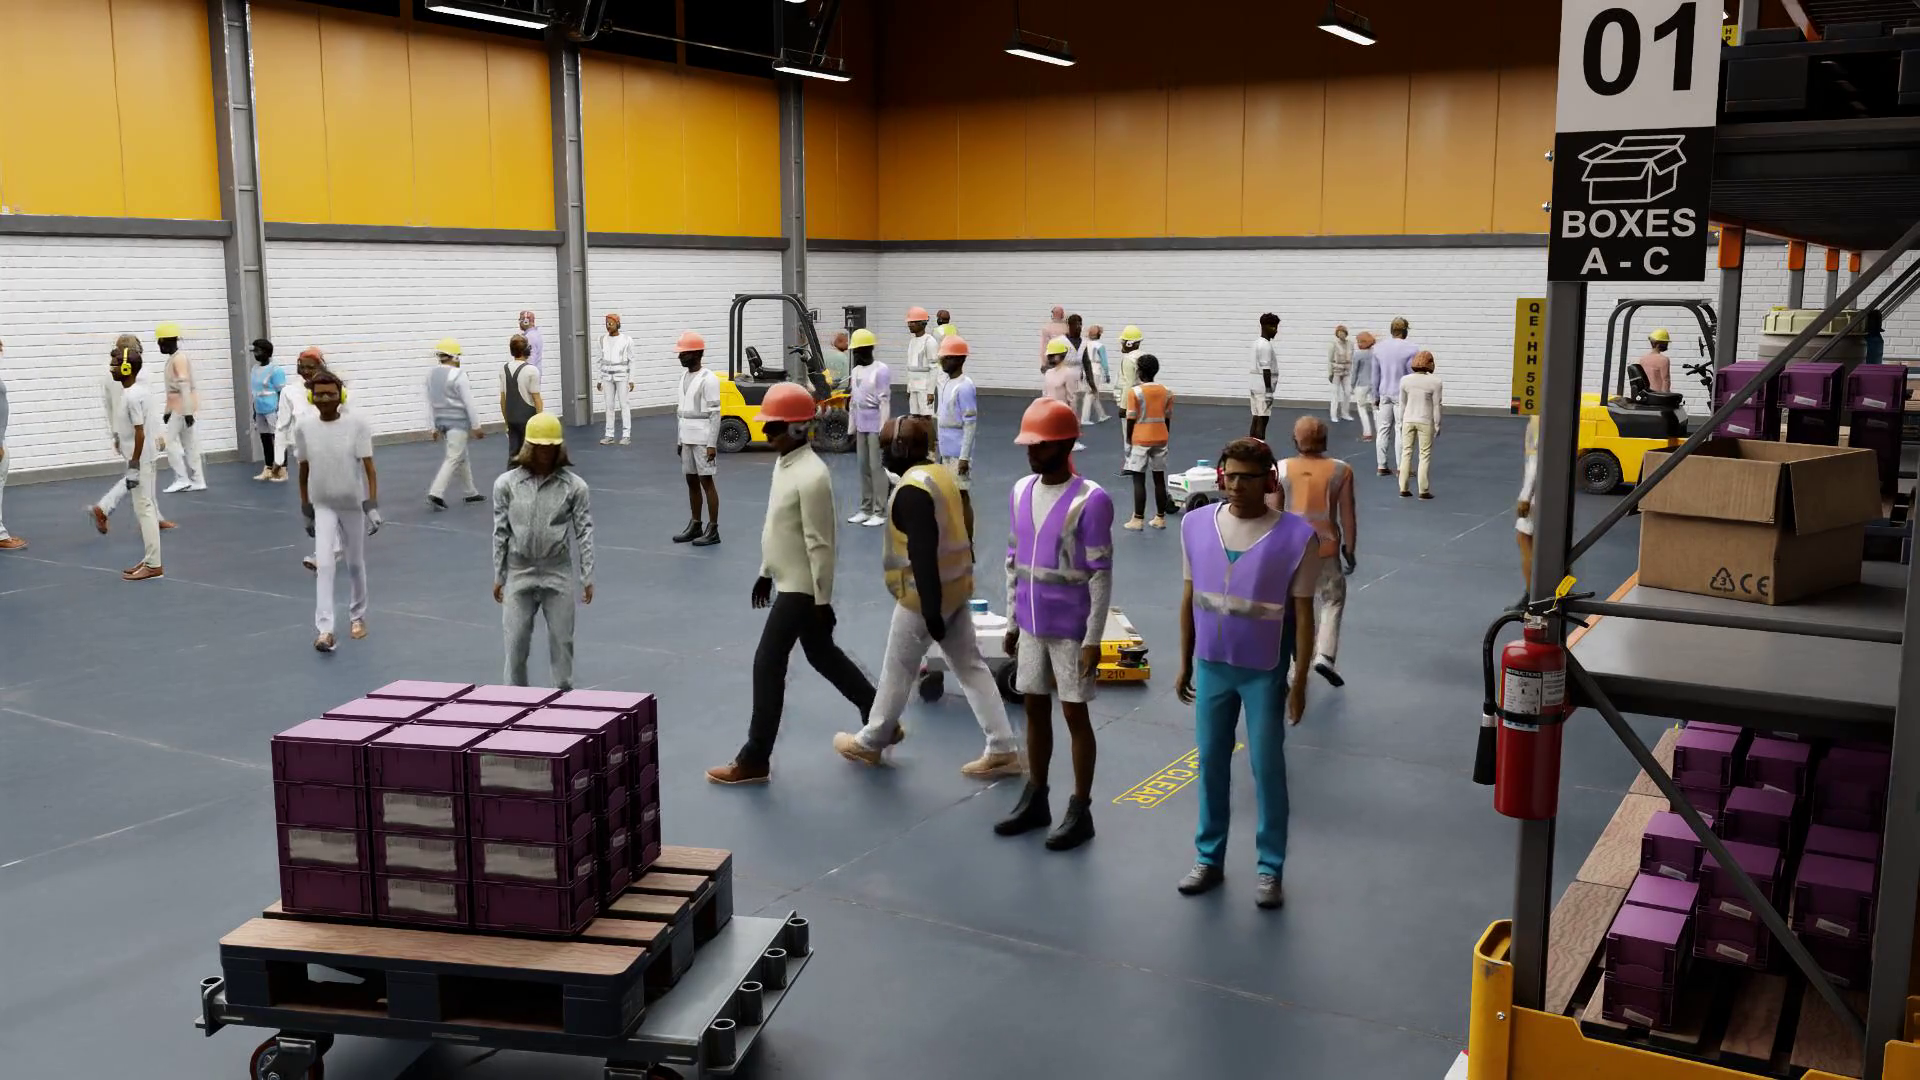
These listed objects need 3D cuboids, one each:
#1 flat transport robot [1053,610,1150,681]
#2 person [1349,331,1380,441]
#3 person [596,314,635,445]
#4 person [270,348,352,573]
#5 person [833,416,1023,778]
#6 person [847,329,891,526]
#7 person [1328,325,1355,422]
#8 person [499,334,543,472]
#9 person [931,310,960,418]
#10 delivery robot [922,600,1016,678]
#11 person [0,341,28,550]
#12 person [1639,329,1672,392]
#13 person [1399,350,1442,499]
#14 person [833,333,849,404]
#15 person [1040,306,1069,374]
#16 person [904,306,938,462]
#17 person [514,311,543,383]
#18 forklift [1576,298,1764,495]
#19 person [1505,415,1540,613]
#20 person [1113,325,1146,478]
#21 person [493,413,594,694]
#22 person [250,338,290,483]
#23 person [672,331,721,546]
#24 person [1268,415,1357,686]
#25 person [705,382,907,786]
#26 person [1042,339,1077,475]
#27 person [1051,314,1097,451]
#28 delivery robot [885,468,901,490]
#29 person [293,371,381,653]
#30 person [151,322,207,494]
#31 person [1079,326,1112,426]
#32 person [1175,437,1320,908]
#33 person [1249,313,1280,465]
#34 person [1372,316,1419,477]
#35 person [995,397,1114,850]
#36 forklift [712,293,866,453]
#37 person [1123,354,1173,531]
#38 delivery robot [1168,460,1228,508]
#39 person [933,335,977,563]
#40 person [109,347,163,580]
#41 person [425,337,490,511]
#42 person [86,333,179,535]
[{"bbox_3d":[0.769,0.635,10.566,0.652,0.197,1.431,0,9,-3],"label":"flat transport robot"},{"bbox_3d":[6.033,-2.255,24.455,0.635,1.612,0.302,-3,10,-18],"label":"person"},{"bbox_3d":[-4.947,-2.304,23.887,0.584,1.882,0.337,2,9,14],"label":"person"},{"bbox_3d":[-5.317,-0.643,13.665,0.592,1.830,1.000,0,9,2],"label":"person"},{"bbox_3d":[-0.142,0.285,8.138,0.994,1.773,0.637,3,10,19],"label":"person"},{"bbox_3d":[-0.896,-1.102,16.289,0.387,1.918,0.594,-7,11,-37],"label":"person"},{"bbox_3d":[6.255,-2.731,27.384,0.536,1.611,0.442,-3,10,-18],"label":"person"},{"bbox_3d":[-4.444,-1.174,16.959,0.506,1.847,0.345,4,10,24],"label":"person"},{"bbox_3d":[-0.280,-2.991,28.311,0.430,1.845,0.619,8,12,39],"label":"person"},{"bbox_3d":[0.109,0.591,9.662,0.707,0.478,0.477,0,9,-1],"label":"delivery robot"},{"bbox_3d":[-8.606,-0.872,14.791,0.373,1.937,0.629,-7,11,-36],"label":"person"},{"bbox_3d":[8.744,-1.772,20.942,0.327,1.765,0.528,-3,10,-17],"label":"person"},{"bbox_3d":[5.013,-1.253,18.143,0.494,1.624,0.279,7,11,37],"label":"person"},{"bbox_3d":[-1.746,-2.256,24.511,0.856,1.590,0.517,0,9,0],"label":"person"},{"bbox_3d":[1.645,-3.005,28.196,0.648,1.907,0.401,-4,10,-26],"label":"person"},{"bbox_3d":[-0.519,-1.920,21.001,0.393,2.041,0.614,-5,11,-31],"label":"person"},{"bbox_3d":[-6.369,-2.425,24.575,0.408,1.906,0.651,-1,9,-8],"label":"person"},{"bbox_3d":[7.954,-1.589,18.462,2.313,2.155,1.214,5,11,30],"label":"forklift"},{"bbox_3d":[4.108,-0.359,11.774,0.419,1.896,0.572,5,10,28],"label":"person"},{"bbox_3d":[2.055,-1.669,20.075,0.404,1.837,0.588,4,10,24],"label":"person"},{"bbox_3d":[-2.186,0.200,8.733,0.513,1.736,0.339,-2,9,-15],"label":"person"},{"bbox_3d":[-8.146,-1.520,19.581,0.540,1.695,0.317,5,11,31],"label":"person"},{"bbox_3d":[-2.399,-0.911,15.031,0.373,1.934,0.551,-9,12,-43],"label":"person"},{"bbox_3d":[2.072,0.074,9.844,0.529,1.622,0.381,3,9,16],"label":"person"},{"bbox_3d":[-0.723,0.197,8.097,1.004,1.955,0.622,-2,9,-14],"label":"person"},{"bbox_3d":[1.084,-1.357,18.434,0.740,1.738,0.542,-6,11,-31],"label":"person"},{"bbox_3d":[1.598,-2.190,23.168,0.633,1.877,0.846,-8,12,-43],"label":"person"},{"bbox_3d":[-0.539,-0.744,17.993,0.477,0.478,0.707,-7,11,-35],"label":"delivery robot"},{"bbox_3d":[-4.060,-0.187,10.878,0.538,1.825,0.979,-2,9,-13],"label":"person"},{"bbox_3d":[-8.783,-1.468,18.586,0.620,1.903,0.621,-5,10,-29],"label":"person"},{"bbox_3d":[2.249,-2.666,26.994,0.807,1.599,0.545,-6,11,-34],"label":"person"},{"bbox_3d":[1.121,0.506,6.517,0.569,1.836,0.395,6,11,35],"label":"person"},{"bbox_3d":[3.885,-1.915,21.232,0.379,1.958,0.600,-1,9,-4],"label":"person"},{"bbox_3d":[5.265,-1.723,20.092,0.375,1.940,0.627,-8,12,-42],"label":"person"},{"bbox_3d":[0.387,0.357,7.123,0.551,1.933,0.378,9,13,44],"label":"person"},{"bbox_3d":[-2.458,-2.344,23.176,2.313,2.155,1.214,0,9,-2],"label":"forklift"},{"bbox_3d":[1.794,-0.928,15.902,0.533,1.693,0.317,-5,10,-29],"label":"person"},{"bbox_3d":[2.464,-0.570,16.911,0.707,0.478,0.477,-6,11,-32],"label":"delivery robot"},{"bbox_3d":[-0.060,-0.761,14.087,0.359,1.937,0.552,-3,10,-20],"label":"person"},{"bbox_3d":[-6.631,-0.611,13.362,0.328,1.873,0.521,-4,10,-22],"label":"person"},{"bbox_3d":[-5.303,-1.215,17.374,0.594,1.799,0.872,8,12,41],"label":"person"},{"bbox_3d":[-7.793,-0.974,15.530,0.651,1.911,0.817,6,11,34],"label":"person"}]
